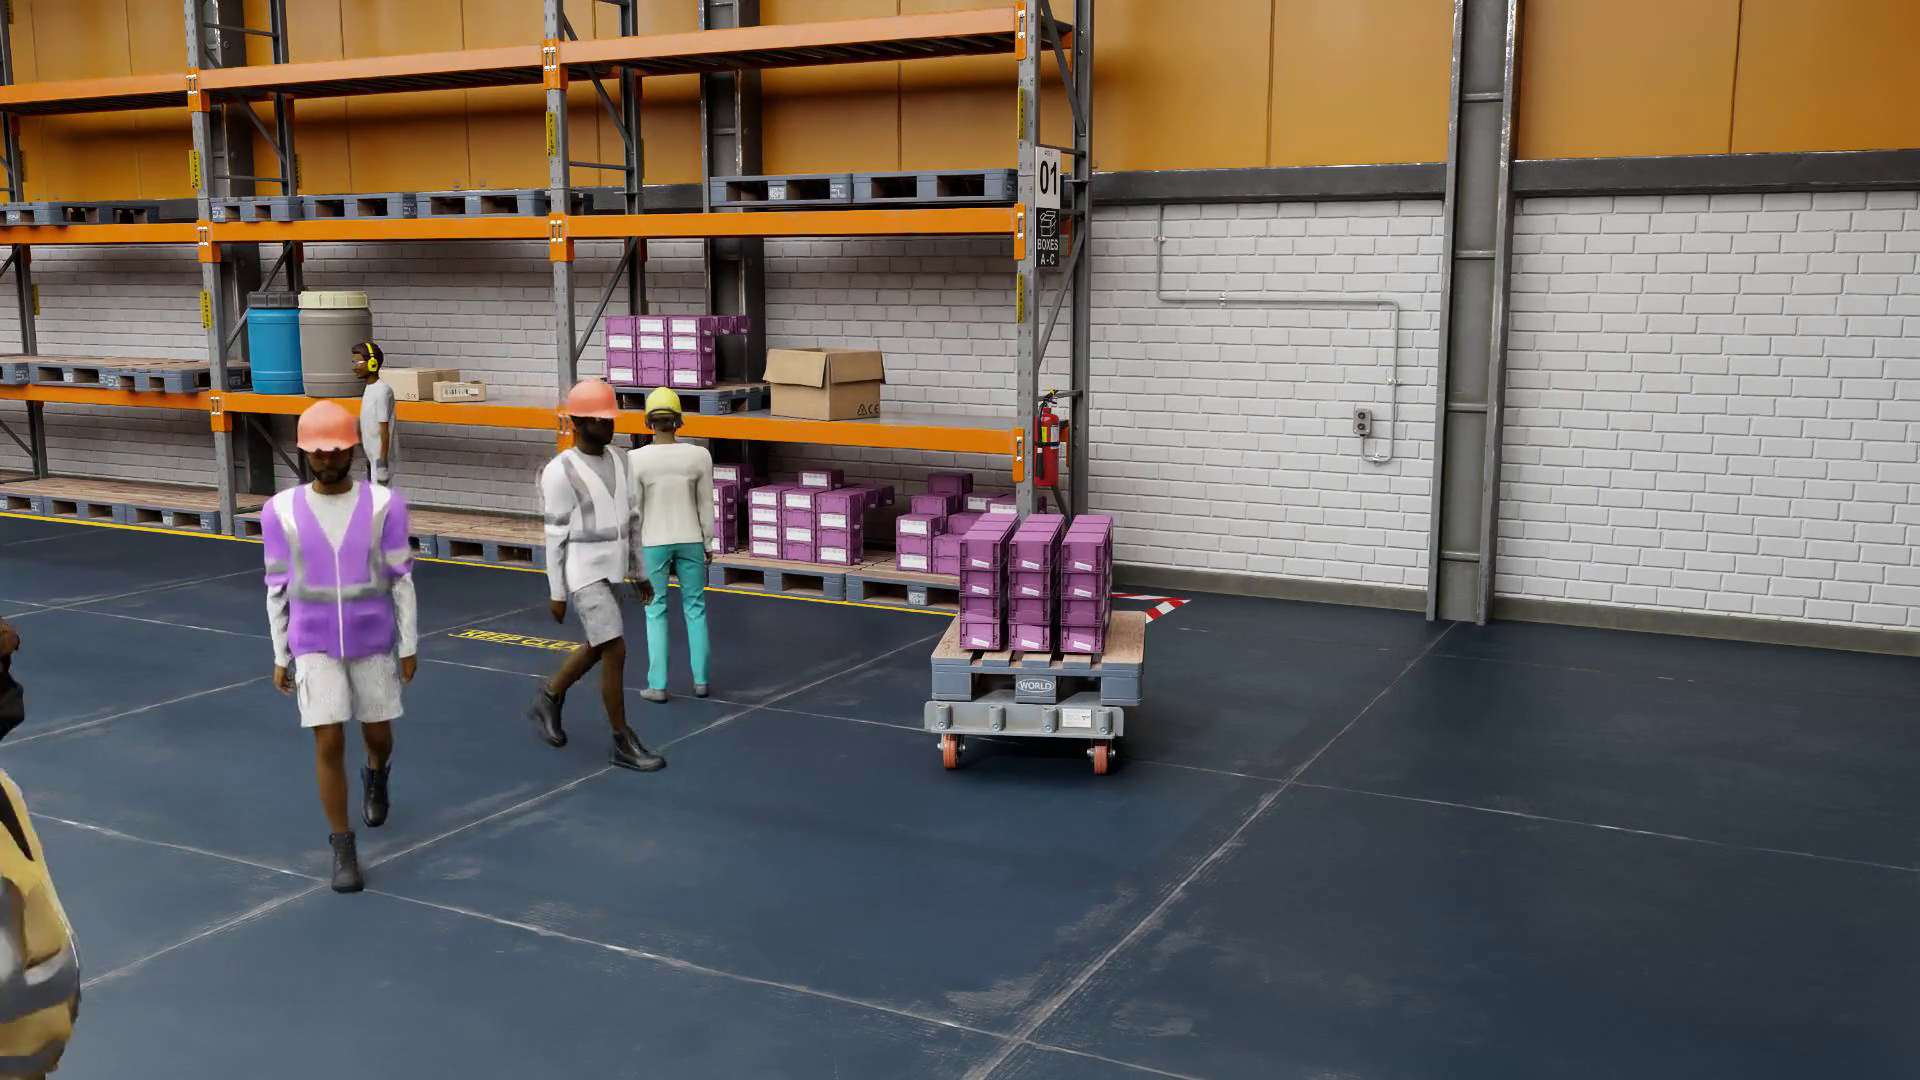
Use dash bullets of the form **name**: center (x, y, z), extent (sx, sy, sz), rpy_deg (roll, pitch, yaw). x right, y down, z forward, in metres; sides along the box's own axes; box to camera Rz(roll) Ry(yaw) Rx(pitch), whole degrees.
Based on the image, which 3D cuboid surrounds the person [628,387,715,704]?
- **person**: center (-1.633, 0.030, 9.314), extent (0.528, 1.765, 0.328), rpy_deg (-4, 10, -25)

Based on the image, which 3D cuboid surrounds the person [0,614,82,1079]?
- **person**: center (-1.818, 1.008, 3.088), extent (0.494, 1.824, 0.659), rpy_deg (-3, 10, -20)

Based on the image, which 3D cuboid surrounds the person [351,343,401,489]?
- **person**: center (-4.526, -0.604, 12.946), extent (0.318, 1.860, 0.509), rpy_deg (-5, 11, -30)

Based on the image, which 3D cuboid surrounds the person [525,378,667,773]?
- **person**: center (-1.840, 0.150, 8.148), extent (0.914, 1.907, 0.545), rpy_deg (5, 10, 27)

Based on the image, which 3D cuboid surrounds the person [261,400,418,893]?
- **person**: center (-2.476, 0.381, 6.686), extent (0.554, 1.920, 0.768), rpy_deg (-3, 10, -20)
